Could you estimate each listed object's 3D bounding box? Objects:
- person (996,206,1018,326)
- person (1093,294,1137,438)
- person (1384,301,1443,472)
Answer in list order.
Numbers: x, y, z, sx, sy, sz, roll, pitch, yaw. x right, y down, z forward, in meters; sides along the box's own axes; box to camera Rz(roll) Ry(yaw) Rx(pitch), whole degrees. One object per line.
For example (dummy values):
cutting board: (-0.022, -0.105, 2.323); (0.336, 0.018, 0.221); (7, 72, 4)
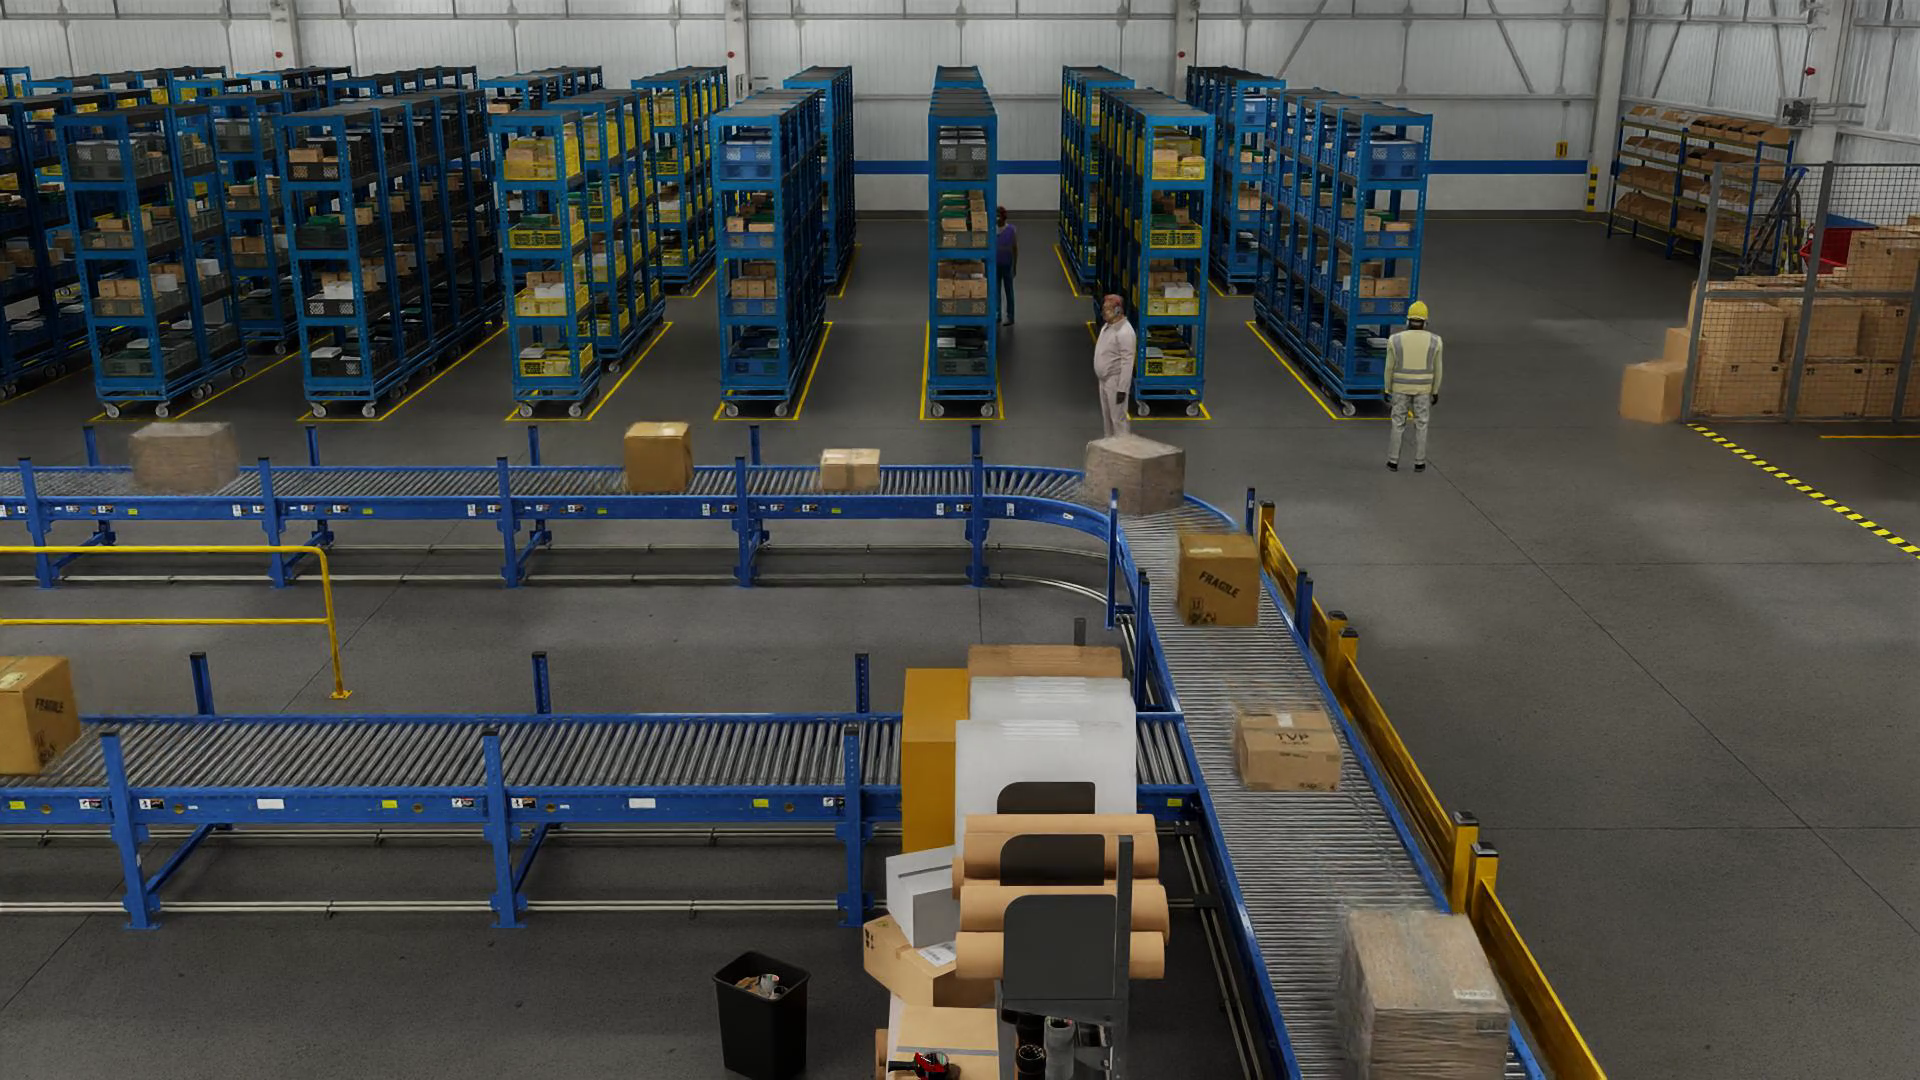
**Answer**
person: (0.645, -4.255, 25.785); (0.578, 1.830, 0.408); (11, 21, 30)
person: (1.616, -1.675, 17.715); (0.405, 1.910, 0.636); (-5, 19, -15)
person: (4.802, -1.622, 17.668); (0.599, 1.832, 0.404); (3, 18, 10)
